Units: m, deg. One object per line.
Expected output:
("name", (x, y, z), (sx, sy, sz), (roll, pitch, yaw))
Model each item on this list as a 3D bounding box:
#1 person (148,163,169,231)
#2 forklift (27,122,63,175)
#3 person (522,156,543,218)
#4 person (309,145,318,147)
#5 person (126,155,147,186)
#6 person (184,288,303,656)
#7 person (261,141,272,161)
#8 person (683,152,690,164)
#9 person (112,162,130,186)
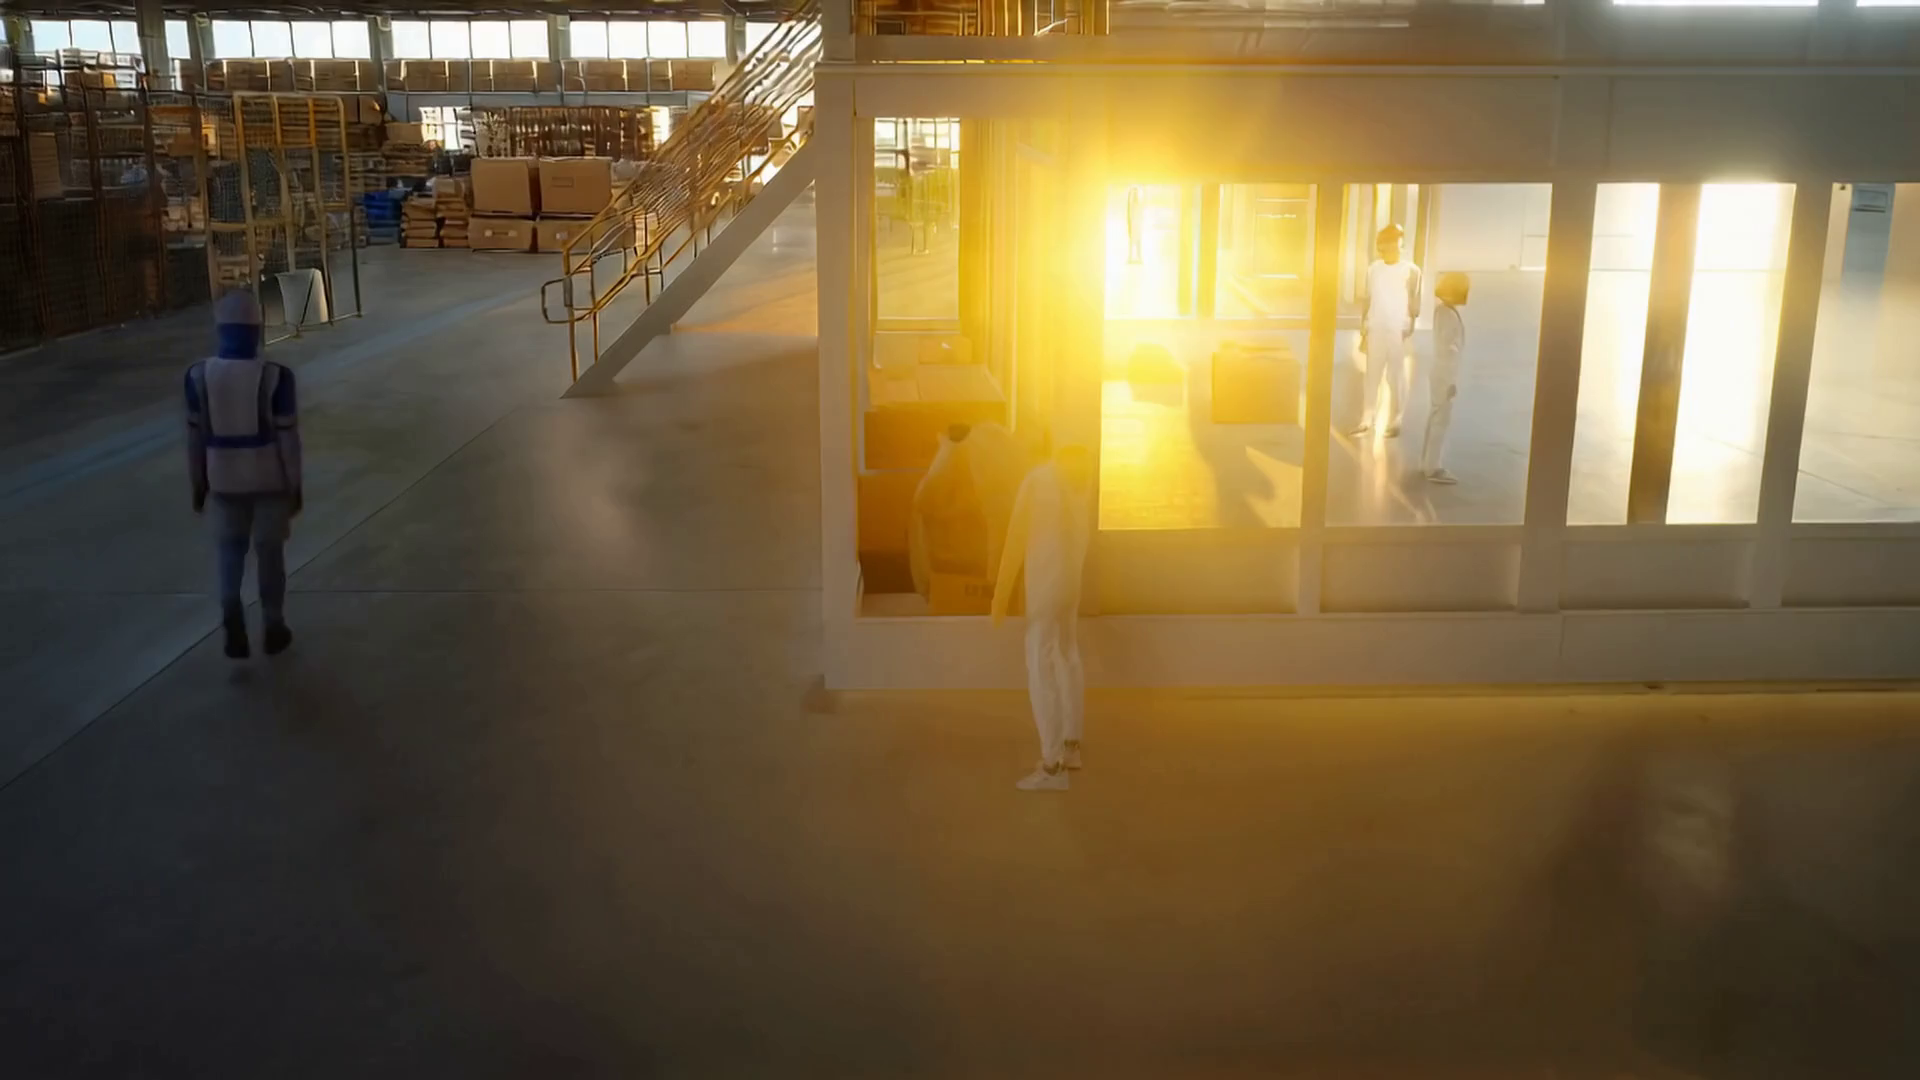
("person", (-15.573, -6.318, 32.380), (0.377, 1.995, 0.608), (-9, 17, -32))
("forklift", (-35.376, -14.773, 64.377), (1.129, 2.768, 1.873), (-1, 14, -2))
("person", (-10.048, -7.970, 38.942), (0.690, 2.026, 0.618), (6, 15, 23))
("person", (-36.327, -21.525, 93.505), (0.429, 1.830, 0.642), (13, 19, 41))
("person", (-24.832, -10.673, 50.148), (0.616, 1.816, 0.421), (-1, 14, -2))
("person", (-3.656, -0.313, 8.525), (0.569, 1.926, 0.550), (-2, 14, -7))
("person", (-31.582, -17.162, 75.736), (0.608, 1.989, 0.386), (8, 16, 28))
("person", (-10.637, -14.425, 65.247), (0.312, 1.768, 0.522), (-13, 19, -43))
("person", (-24.149, -10.051, 47.933), (0.542, 1.685, 0.368), (1, 14, 3))
